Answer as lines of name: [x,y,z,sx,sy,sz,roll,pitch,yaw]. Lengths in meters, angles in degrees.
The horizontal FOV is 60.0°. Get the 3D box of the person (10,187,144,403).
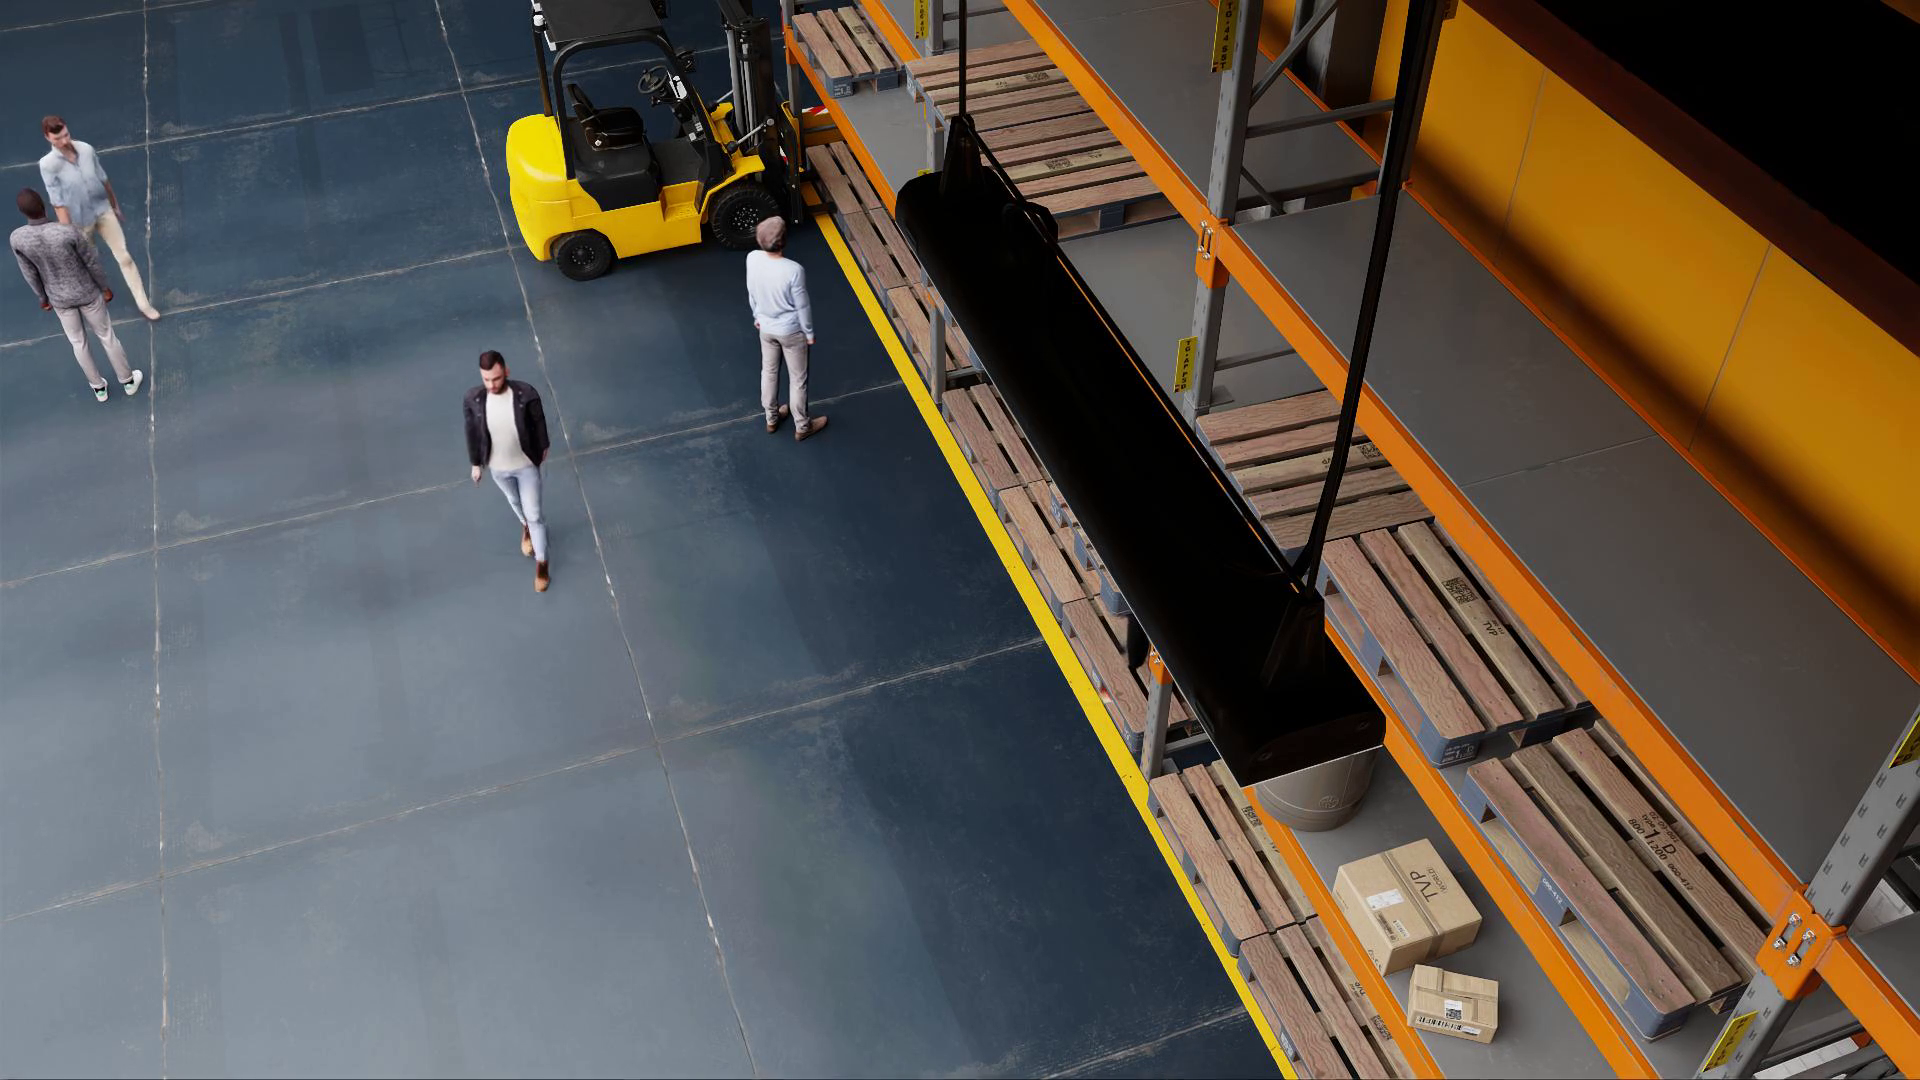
person: [-6.738,-1.859,12.636,0.683,1.839,0.550,-12,45,-12]

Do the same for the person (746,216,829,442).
person: [-1.312,-1.558,12.280,0.741,1.893,0.812,20,47,20]

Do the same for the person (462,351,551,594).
person: [-3.044,-0.602,11.335,0.824,1.813,1.044,-2,44,-2]

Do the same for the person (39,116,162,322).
person: [-7.111,-2.641,13.473,1.243,1.817,1.079,26,49,24]
